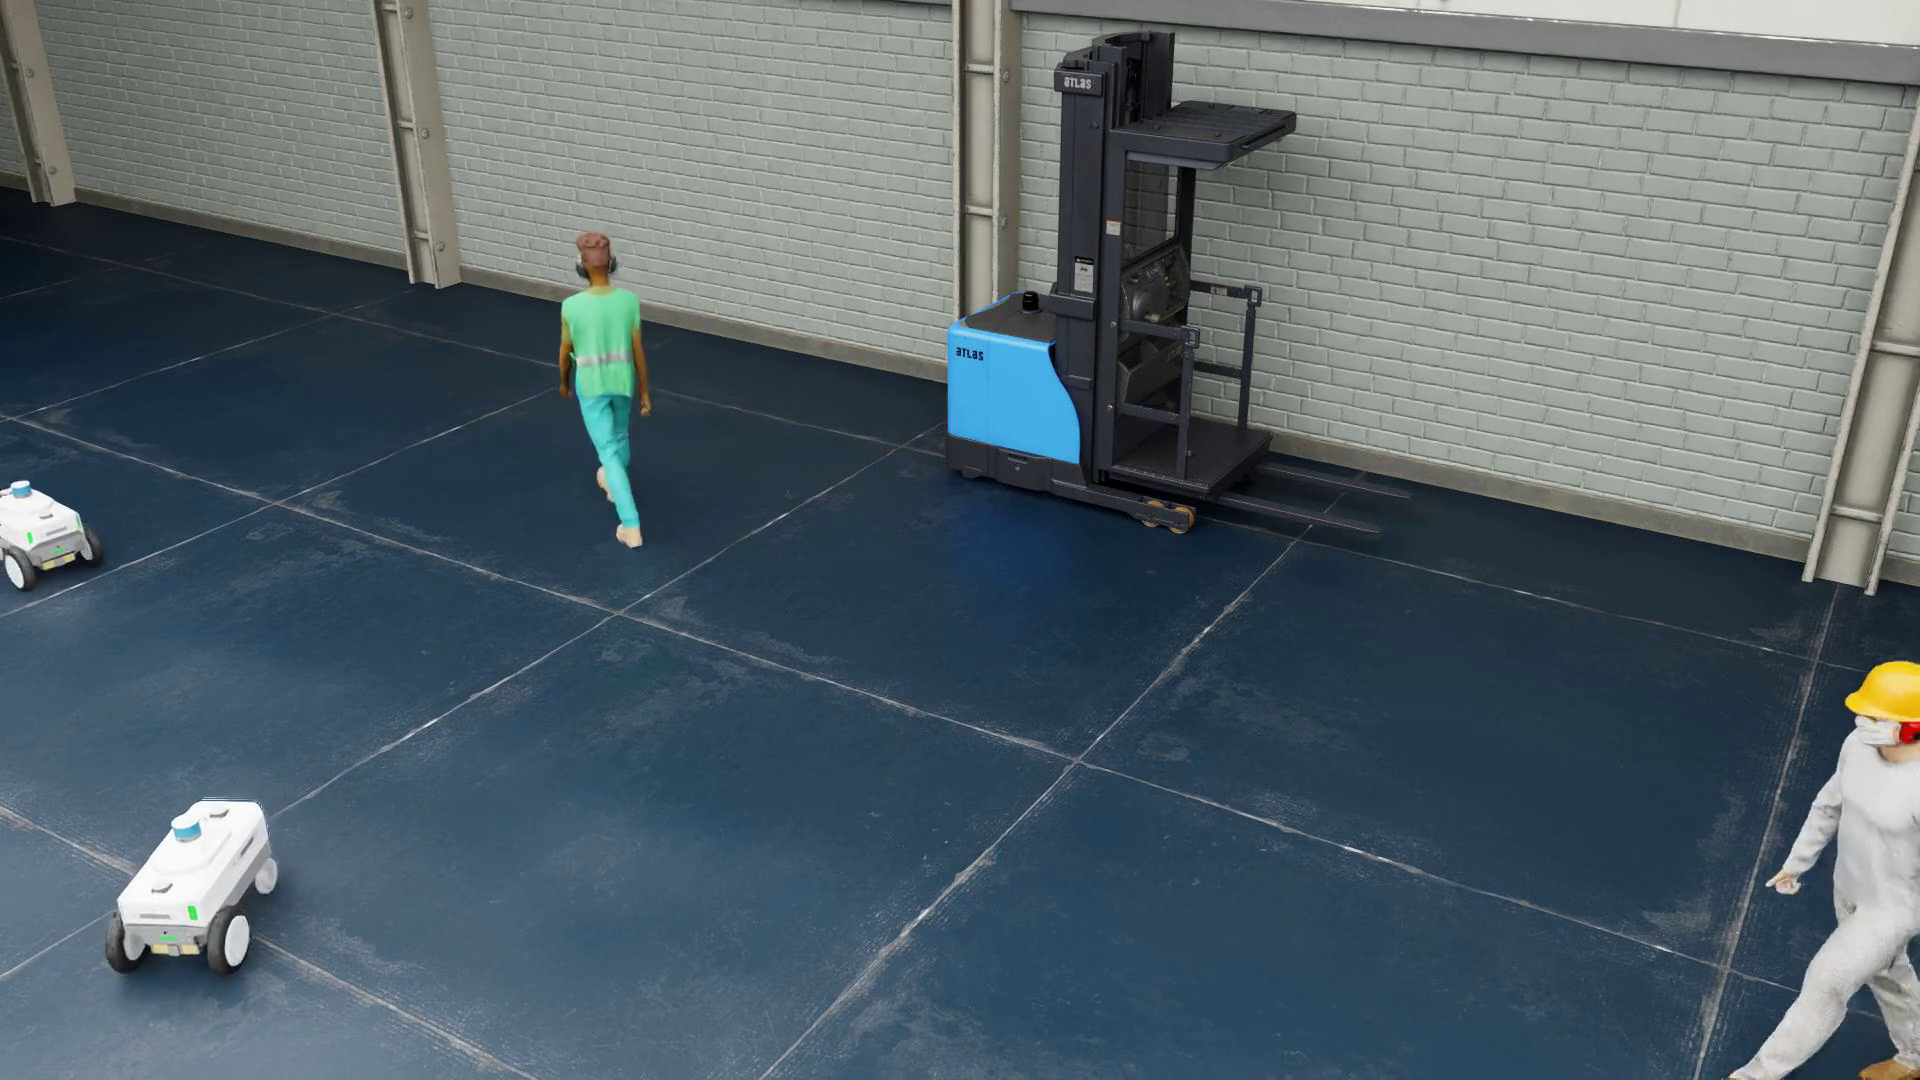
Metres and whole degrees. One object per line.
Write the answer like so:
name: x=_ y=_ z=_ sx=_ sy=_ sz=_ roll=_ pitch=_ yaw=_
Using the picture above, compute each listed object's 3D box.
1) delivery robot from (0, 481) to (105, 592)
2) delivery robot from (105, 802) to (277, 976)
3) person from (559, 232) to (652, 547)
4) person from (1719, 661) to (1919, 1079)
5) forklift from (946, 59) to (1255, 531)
delivery robot: x=-5.601 y=-0.059 z=10.052 sx=0.789 sy=0.598 sz=0.499 roll=18 pitch=31 yaw=34
delivery robot: x=-3.169 y=1.412 z=6.919 sx=0.499 sy=0.580 sz=0.769 roll=1 pitch=25 yaw=2
person: x=-2.231 y=-0.980 z=10.407 sx=0.483 sy=1.918 sz=1.055 roll=-16 pitch=30 yaw=-30
person: x=3.200 y=1.235 z=5.821 sx=0.998 sy=1.838 sz=0.575 roll=-1 pitch=25 yaw=-3
forklift: x=0.933 y=-1.707 z=10.833 sx=1.873 sy=2.768 sz=1.129 roll=15 pitch=29 yaw=28
